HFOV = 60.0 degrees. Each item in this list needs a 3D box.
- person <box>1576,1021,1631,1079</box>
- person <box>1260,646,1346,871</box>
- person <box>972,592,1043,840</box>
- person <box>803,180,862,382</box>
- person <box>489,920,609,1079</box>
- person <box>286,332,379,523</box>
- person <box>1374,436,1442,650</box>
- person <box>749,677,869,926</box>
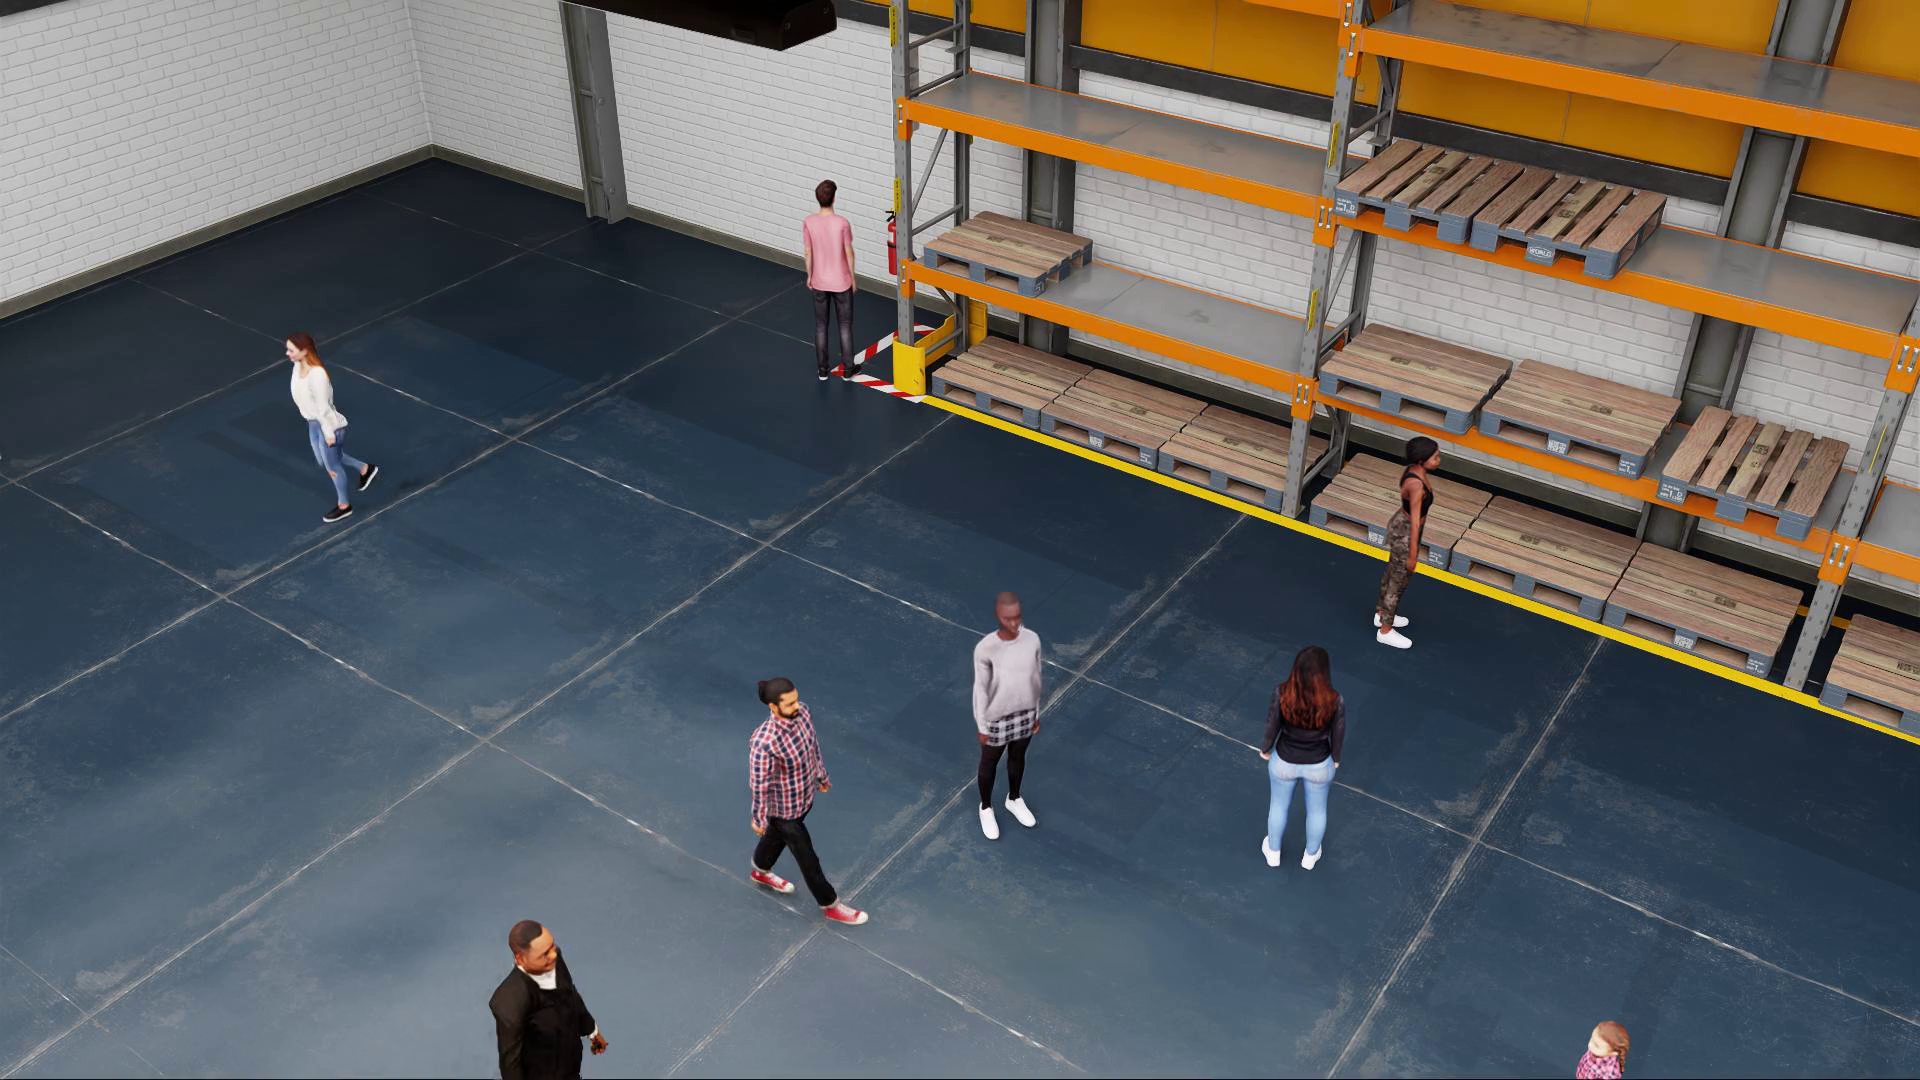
[{"bbox_3d":[3.244,2.824,8.479,0.545,1.022,0.496,0,34,0],"label":"person"},{"bbox_3d":[2.091,1.338,10.163,0.634,1.632,0.769,7,34,10],"label":"person"},{"bbox_3d":[0.288,1.076,10.430,0.695,1.772,0.701,-15,36,-21],"label":"person"},{"bbox_3d":[-1.205,-2.403,15.496,0.642,1.958,0.771,5,34,8],"label":"person"},{"bbox_3d":[-2.093,2.539,8.123,1.072,1.890,0.937,6,34,9],"label":"person"},{"bbox_3d":[-5.103,-0.953,13.567,0.777,1.679,0.801,-28,43,-35],"label":"person"},{"bbox_3d":[3.257,-0.014,12.136,0.654,1.699,0.657,5,34,8],"label":"person"},{"bbox_3d":[-1.068,1.506,9.834,1.149,1.717,0.864,13,36,19],"label":"person"}]
